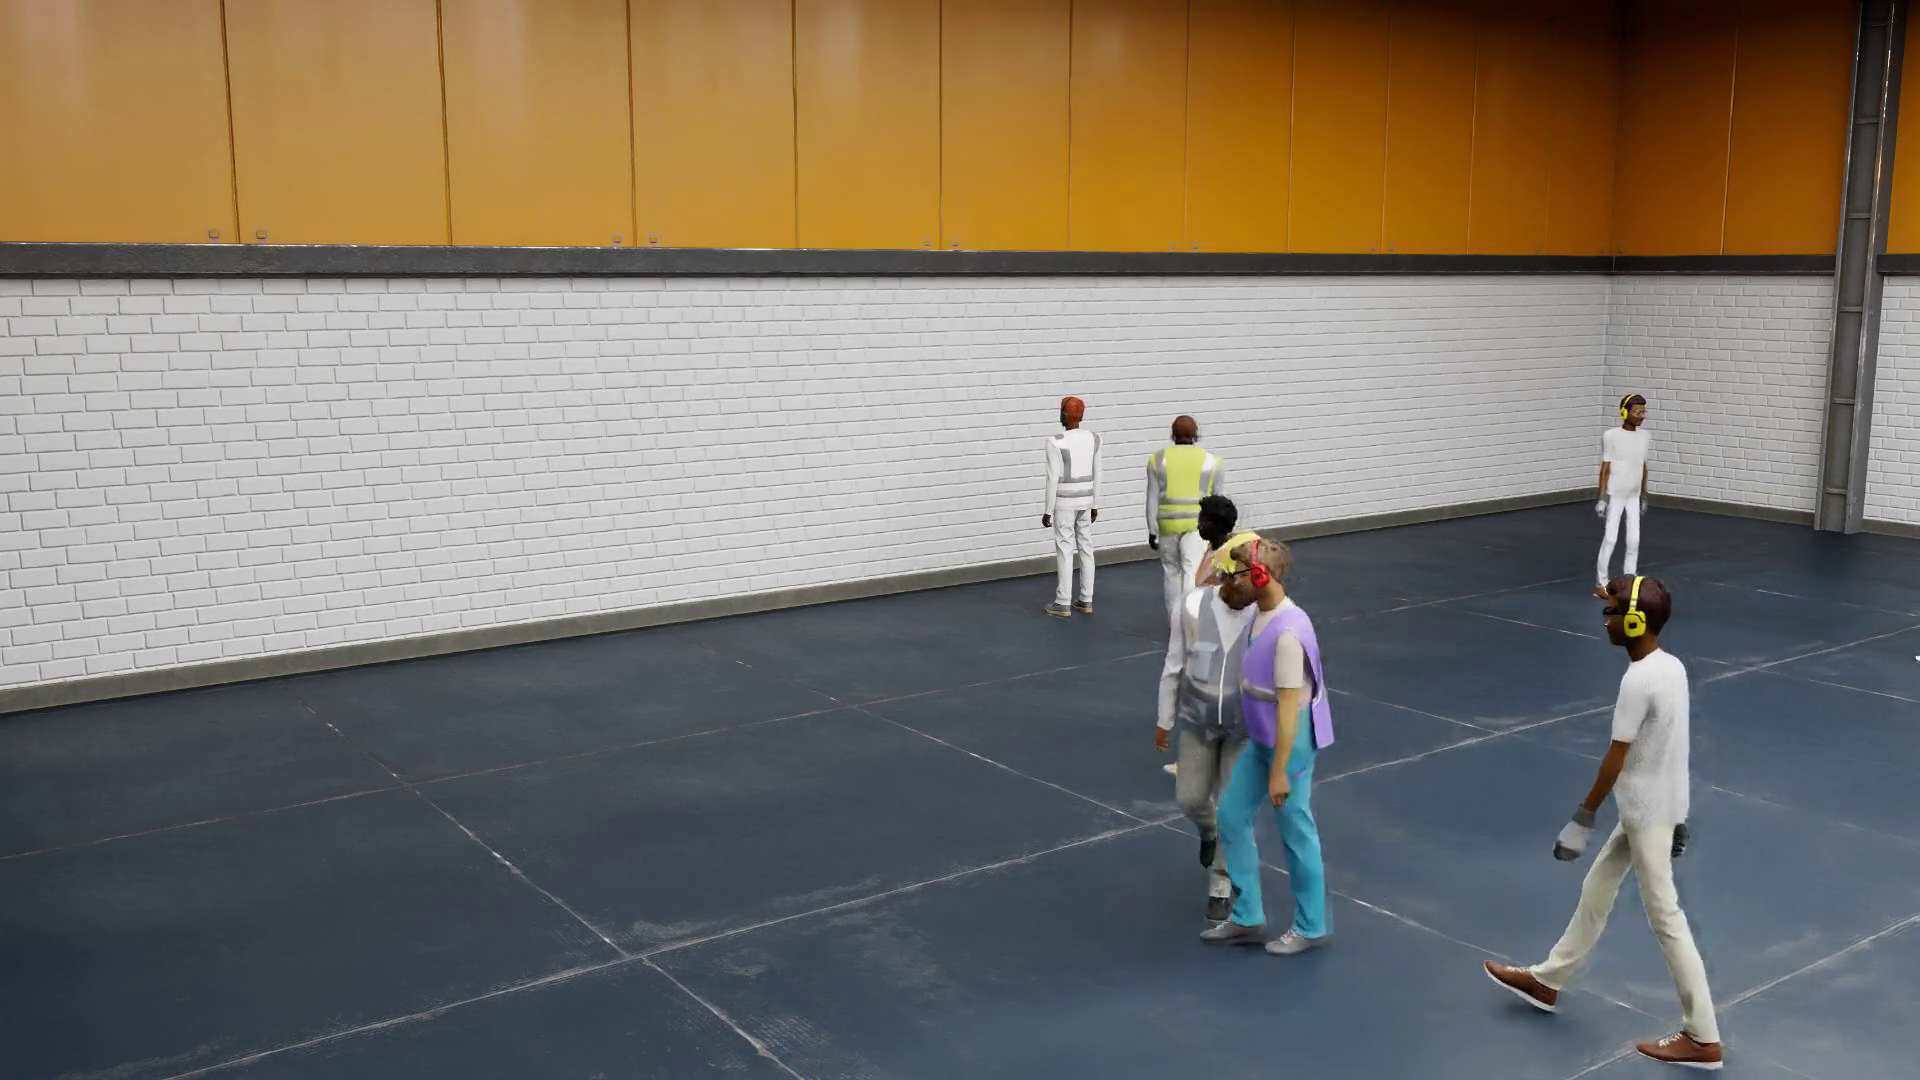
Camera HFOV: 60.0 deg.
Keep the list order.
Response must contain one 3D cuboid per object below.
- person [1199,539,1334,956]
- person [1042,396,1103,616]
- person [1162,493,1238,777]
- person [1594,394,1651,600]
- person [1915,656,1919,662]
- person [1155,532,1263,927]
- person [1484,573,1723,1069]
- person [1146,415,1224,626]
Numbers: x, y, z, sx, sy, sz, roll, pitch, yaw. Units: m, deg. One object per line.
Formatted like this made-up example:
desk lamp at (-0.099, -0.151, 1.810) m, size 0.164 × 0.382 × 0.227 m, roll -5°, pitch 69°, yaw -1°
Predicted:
person at (1.305, 0.901, 7.145) m, size 0.669 × 1.803 × 0.668 m, roll -1°, pitch 9°, yaw -4°
person at (0.956, -0.290, 14.258) m, size 0.575 × 1.885 × 0.355 m, roll -6°, pitch 11°, yaw -33°
person at (1.574, 0.558, 9.646) m, size 0.703 × 1.676 × 0.532 m, roll 1°, pitch 9°, yaw 7°
person at (5.934, -0.376, 14.868) m, size 0.535 × 1.862 × 0.353 m, roll -2°, pitch 9°, yaw -14°
person at (7.719, 0.027, 12.284) m, size 0.942 × 1.895 × 0.591 m, roll 2°, pitch 9°, yaw 11°
person at (1.231, 0.823, 7.672) m, size 0.640 × 1.796 × 0.645 m, roll 3°, pitch 10°, yaw 17°
person at (2.468, 1.038, 6.275) m, size 0.961 × 1.823 × 0.541 m, roll 6°, pitch 11°, yaw 31°
person at (1.817, -0.112, 13.449) m, size 0.628 × 1.809 × 0.956 m, roll 2°, pitch 9°, yaw 10°
